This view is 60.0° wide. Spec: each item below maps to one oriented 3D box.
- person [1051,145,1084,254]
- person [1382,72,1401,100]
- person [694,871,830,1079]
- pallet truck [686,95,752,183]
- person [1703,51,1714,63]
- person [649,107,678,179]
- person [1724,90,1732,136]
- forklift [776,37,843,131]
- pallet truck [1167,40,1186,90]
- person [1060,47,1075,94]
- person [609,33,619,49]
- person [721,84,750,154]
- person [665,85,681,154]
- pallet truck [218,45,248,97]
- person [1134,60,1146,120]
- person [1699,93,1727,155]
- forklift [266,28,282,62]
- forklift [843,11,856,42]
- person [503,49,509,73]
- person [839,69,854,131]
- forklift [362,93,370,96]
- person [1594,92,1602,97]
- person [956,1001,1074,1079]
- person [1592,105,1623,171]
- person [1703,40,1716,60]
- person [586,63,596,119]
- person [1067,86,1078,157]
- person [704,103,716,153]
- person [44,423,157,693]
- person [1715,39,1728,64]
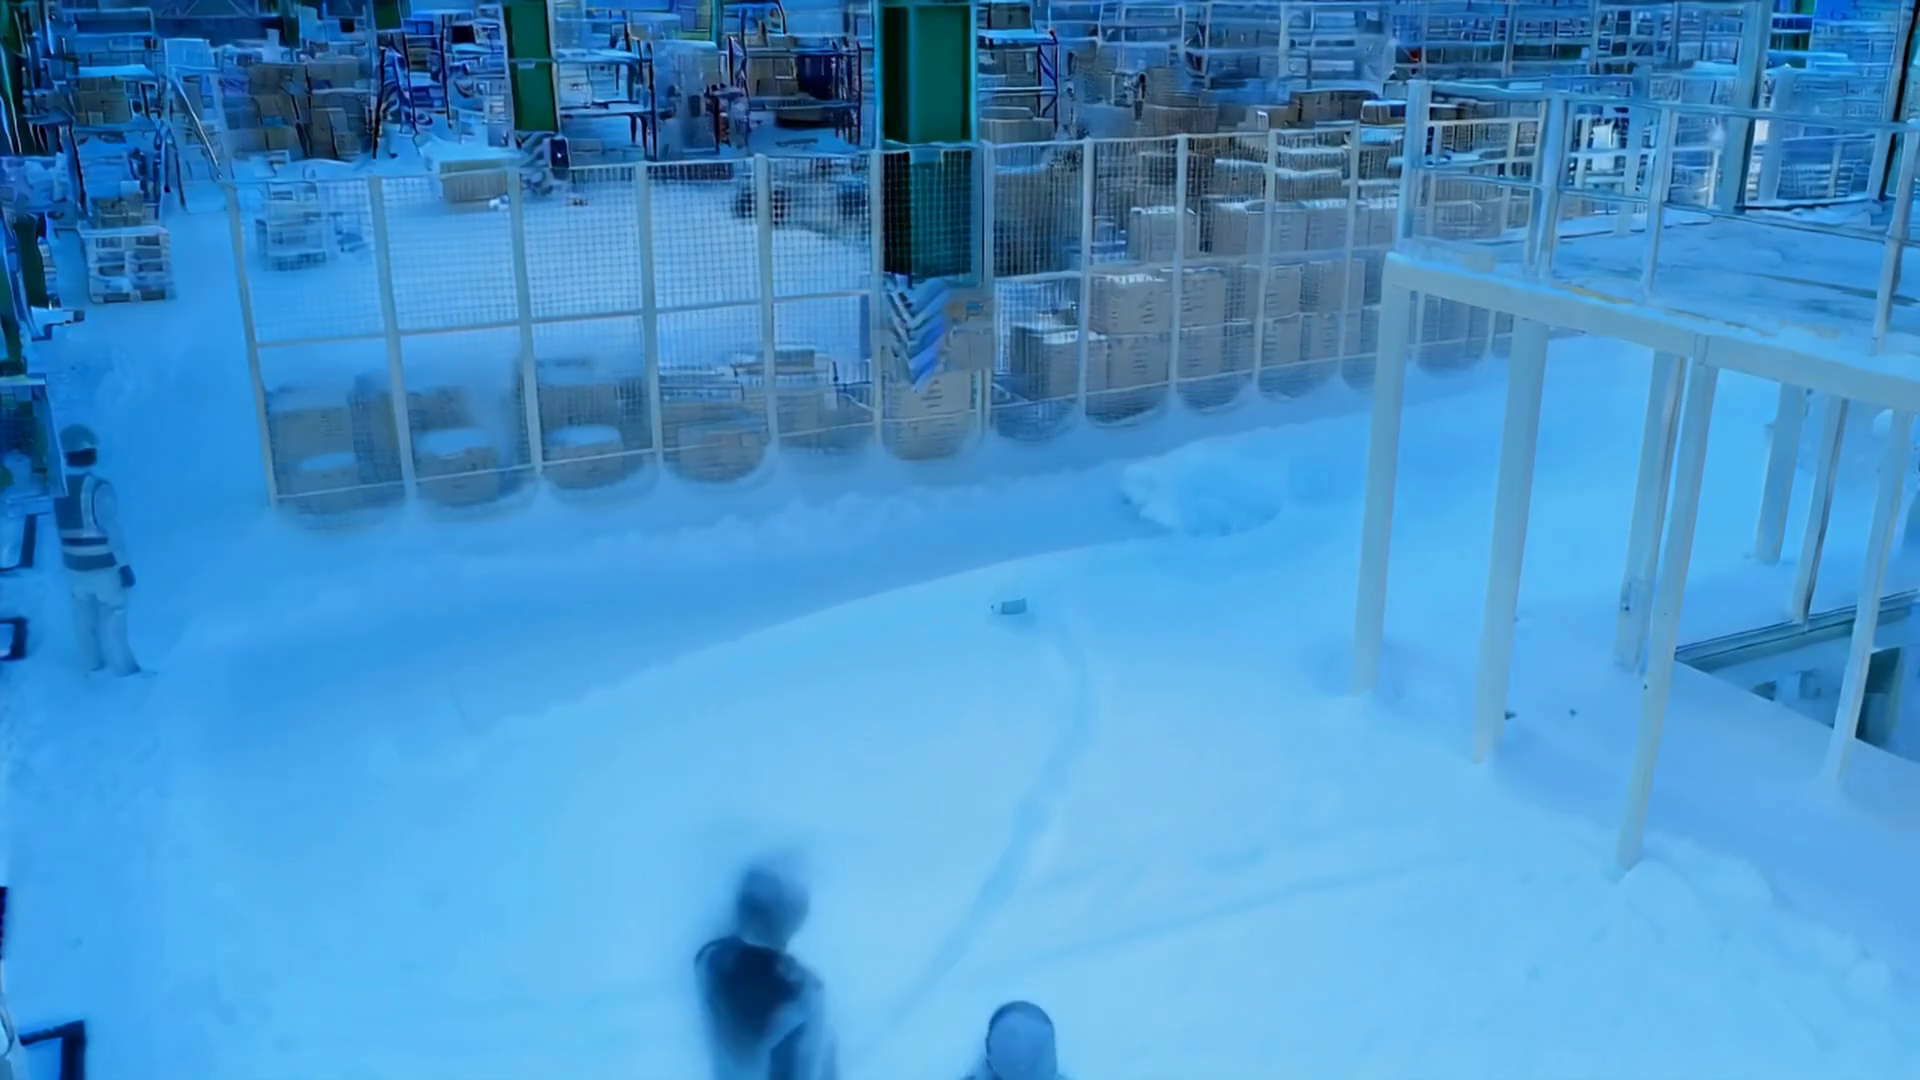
[{"bbox_3d":[1.945,-6.102,29.799,0.659,1.925,0.465,2,19,6],"label":"person"},{"bbox_3d":[13.149,-13.310,50.756,0.564,1.878,1.006,1,19,3],"label":"person"},{"bbox_3d":[-0.740,2.112,6.174,0.645,1.804,0.518,13,23,33],"label":"person"},{"bbox_3d":[-5.836,-9.608,39.856,0.823,1.965,1.885,10,22,27],"label":"pallet truck"},{"bbox_3d":[30.241,-18.880,67.194,0.566,1.675,0.675,-12,22,-30],"label":"person"},{"bbox_3d":[-7.117,-9.650,40.425,0.895,1.701,0.495,-14,23,-35],"label":"person"},{"bbox_3d":[19.422,-10.336,42.004,0.435,1.981,0.629,13,23,34],"label":"person"},{"bbox_3d":[-4.792,-14.407,52.434,1.873,2.768,1.129,-14,23,-35],"label":"forklift"},{"bbox_3d":[9.045,-19.971,69.895,0.823,1.965,1.885,-3,19,-8],"label":"pallet truck"},{"bbox_3d":[4.390,-19.116,67.701,0.529,1.811,1.003,14,23,34],"label":"person"},{"bbox_3d":[-16.557,-23.344,79.770,0.653,1.934,0.447,-15,24,-37],"label":"person"},{"bbox_3d":[-6.243,-11.535,45.641,0.946,1.892,0.592,11,22,29],"label":"person"},{"bbox_3d":[-7.920,-11.598,45.869,0.429,1.838,0.621,5,20,15],"label":"person"},{"bbox_3d":[-28.879,-18.665,66.111,0.823,1.965,1.885,-3,19,-9],"label":"pallet truck"},{"bbox_3d":[6.062,-15.120,55.882,0.367,1.966,0.607,-5,20,-15],"label":"person"},{"bbox_3d":[20.556,-11.291,45.228,0.540,1.672,0.723,-14,23,-35],"label":"person"},{"bbox_3d":[-24.567,-16.973,59.873,1.873,2.768,1.129,-9,21,-25],"label":"forklift"},{"bbox_3d":[-5.524,-25.076,83.359,1.873,2.768,1.129,-9,21,-25],"label":"forklift"},{"bbox_3d":[-18.263,-19.123,67.553,0.568,1.919,0.578,2,19,5],"label":"person"},{"bbox_3d":[-3.553,-13.777,52.081,0.581,1.911,0.395,17,25,40],"label":"person"},{"bbox_3d":[-22.706,-18.950,65.602,1.129,2.768,1.873,14,23,35],"label":"forklift"},{"bbox_3d":[17.010,-11.122,44.612,0.375,1.750,0.544,1,19,4],"label":"person"},{"bbox_3d":[0.145,2.295,5.481,0.603,1.905,0.556,-4,19,-11],"label":"person"},{"bbox_3d":[14.550,-8.859,37.620,0.537,2.000,0.689,-12,22,-31],"label":"person"},{"bbox_3d":[35.015,-22.605,77.675,0.763,1.901,0.566,-9,21,-25],"label":"person"},{"bbox_3d":[-12.504,-15.224,56.388,0.341,1.839,0.501,-2,19,-6],"label":"person"},{"bbox_3d":[3.037,-11.340,45.079,0.327,1.865,0.520,6,20,16],"label":"person"},{"bbox_3d":[-6.230,-10.116,41.793,0.321,1.690,0.532,-14,23,-35],"label":"person"},{"bbox_3d":[-6.079,0.129,11.716,0.608,1.942,0.421,7,20,18],"label":"person"},{"bbox_3d":[35.224,-22.354,76.976,1.025,1.891,0.631,-9,21,-25],"label":"person"}]
